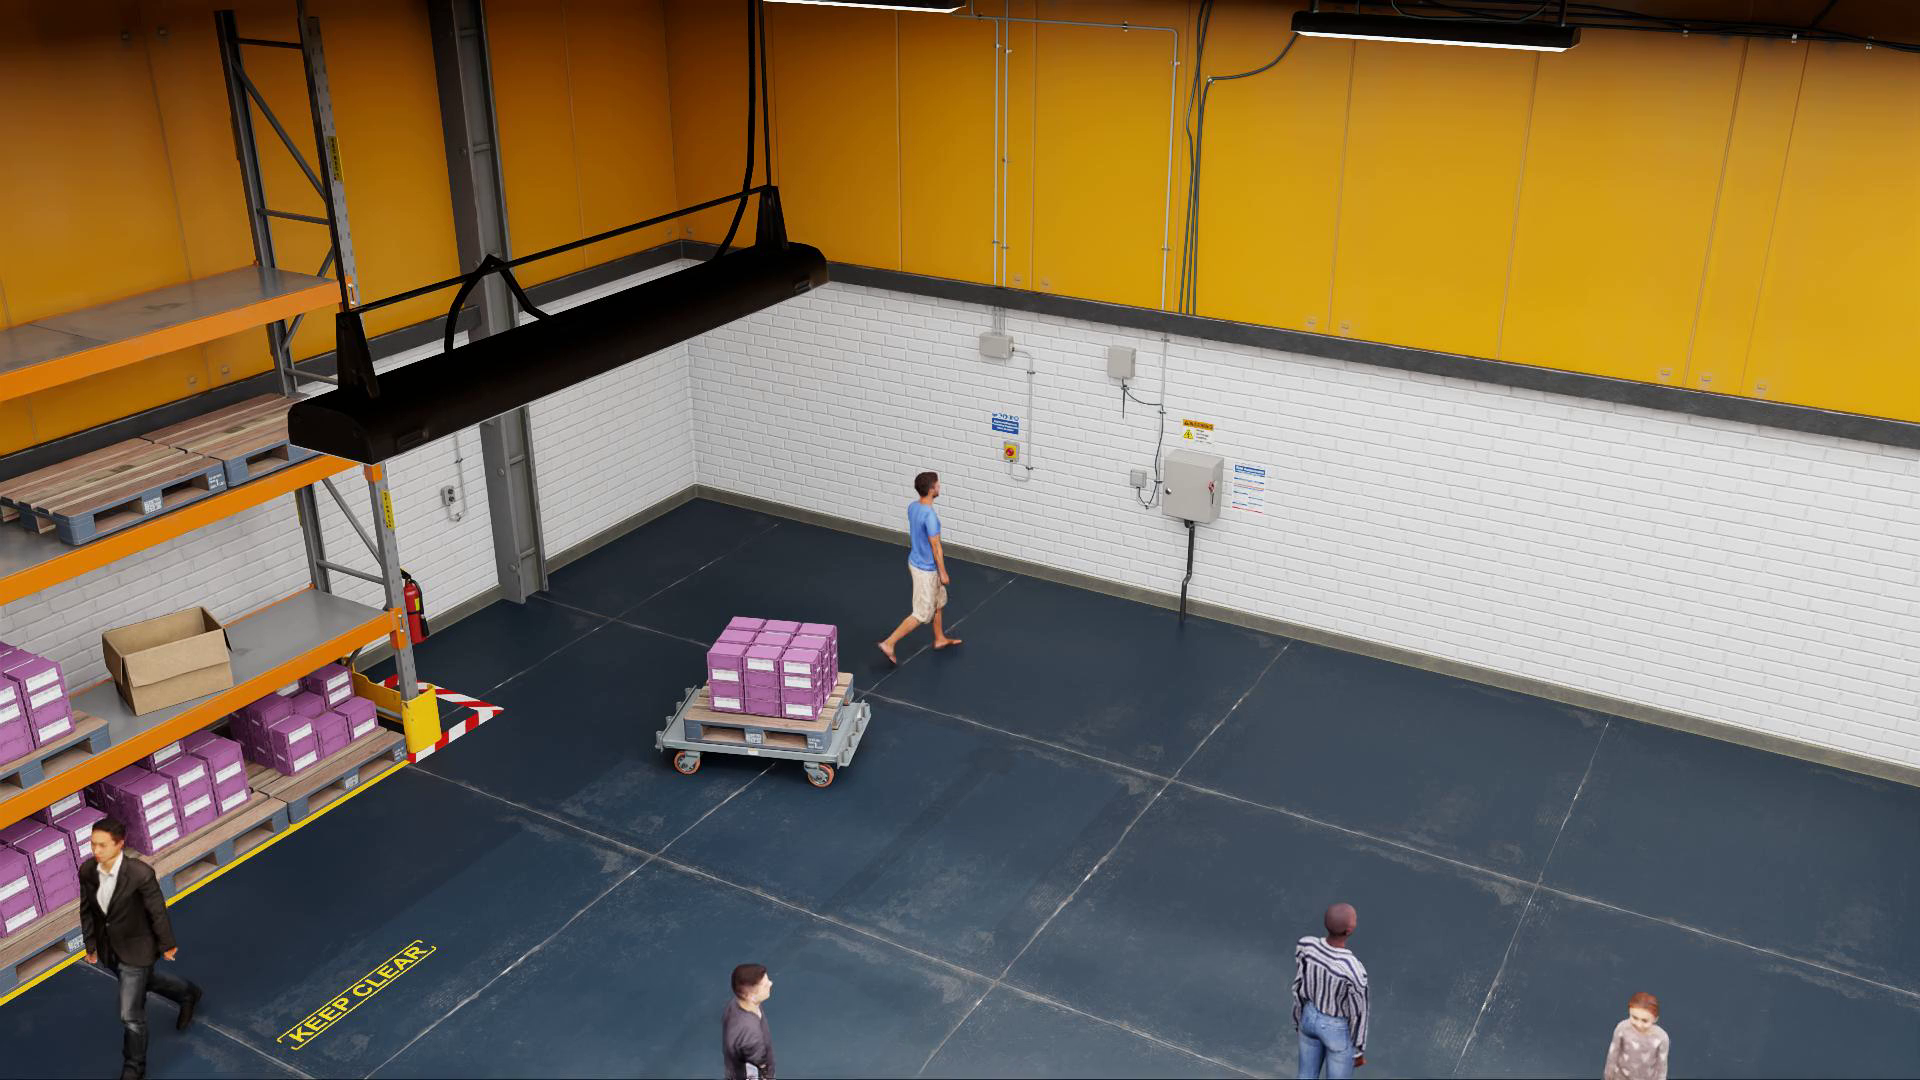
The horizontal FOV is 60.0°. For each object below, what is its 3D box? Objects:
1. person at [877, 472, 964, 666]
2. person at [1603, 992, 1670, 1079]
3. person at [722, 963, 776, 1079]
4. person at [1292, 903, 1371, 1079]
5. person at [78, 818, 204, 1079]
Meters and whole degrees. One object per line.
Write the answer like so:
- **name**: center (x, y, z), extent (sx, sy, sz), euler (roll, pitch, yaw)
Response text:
- **person**: center (-0.388, 0.282, 15.375), extent (1.203, 1.839, 1.089), euler (-9, 25, -19)
- **person**: center (3.956, 3.116, 9.708), extent (0.482, 1.184, 0.658), euler (13, 27, 27)
- **person**: center (-1.211, 3.054, 9.140), extent (0.984, 1.754, 0.926), euler (-6, 24, -13)
- **person**: center (2.112, 2.849, 9.557), extent (0.629, 1.795, 0.681), euler (-21, 31, -39)
- **person**: center (-5.145, 2.491, 10.413), extent (0.879, 1.766, 1.232), euler (6, 24, 14)
